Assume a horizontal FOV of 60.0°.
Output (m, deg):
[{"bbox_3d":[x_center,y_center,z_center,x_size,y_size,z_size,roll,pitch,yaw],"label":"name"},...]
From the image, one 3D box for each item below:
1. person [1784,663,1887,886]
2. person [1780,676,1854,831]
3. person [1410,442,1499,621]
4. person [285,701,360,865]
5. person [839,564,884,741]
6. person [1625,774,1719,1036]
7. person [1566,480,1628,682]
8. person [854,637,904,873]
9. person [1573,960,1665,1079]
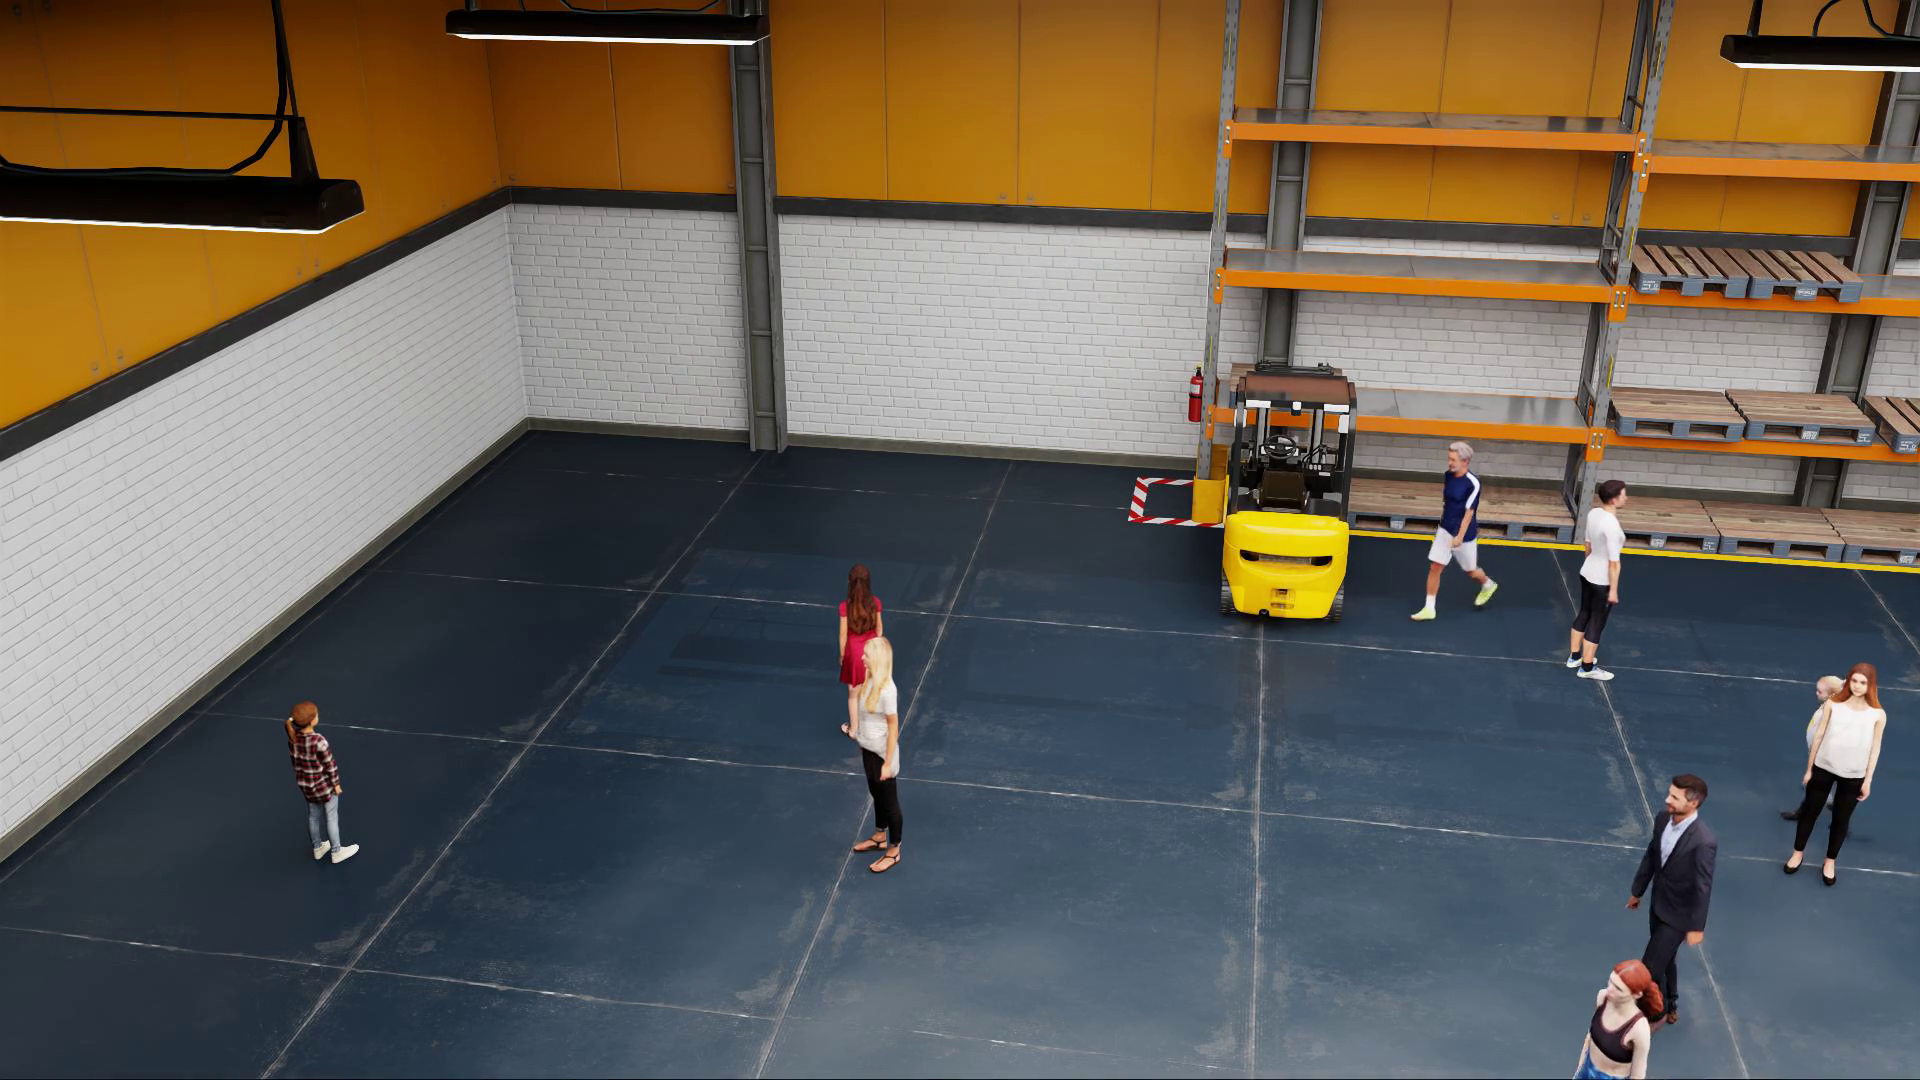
[{"bbox_3d":[6.271,1.645,11.870,0.572,1.722,0.703,15,28,31],"label":"person"},{"bbox_3d":[6.545,1.616,12.503,0.756,1.267,0.621,11,26,24],"label":"person"},{"bbox_3d":[4.780,-0.076,15.720,1.231,1.791,1.127,-13,27,-28],"label":"person"},{"bbox_3d":[-4.692,1.758,12.131,0.517,1.306,0.637,9,25,21],"label":"person"},{"bbox_3d":[-0.813,0.917,13.745,0.664,1.554,0.723,-9,25,-19],"label":"person"},{"bbox_3d":[4.484,2.264,10.291,0.819,1.852,0.785,-5,24,-12],"label":"person"},{"bbox_3d":[5.645,0.330,14.716,0.661,1.851,0.725,-2,24,-4],"label":"person"},{"bbox_3d":[-0.570,1.521,12.022,0.712,1.827,0.679,-12,26,-25],"label":"person"},{"bbox_3d":[3.496,2.942,8.839,0.945,1.772,0.772,-5,24,-12],"label":"person"}]
